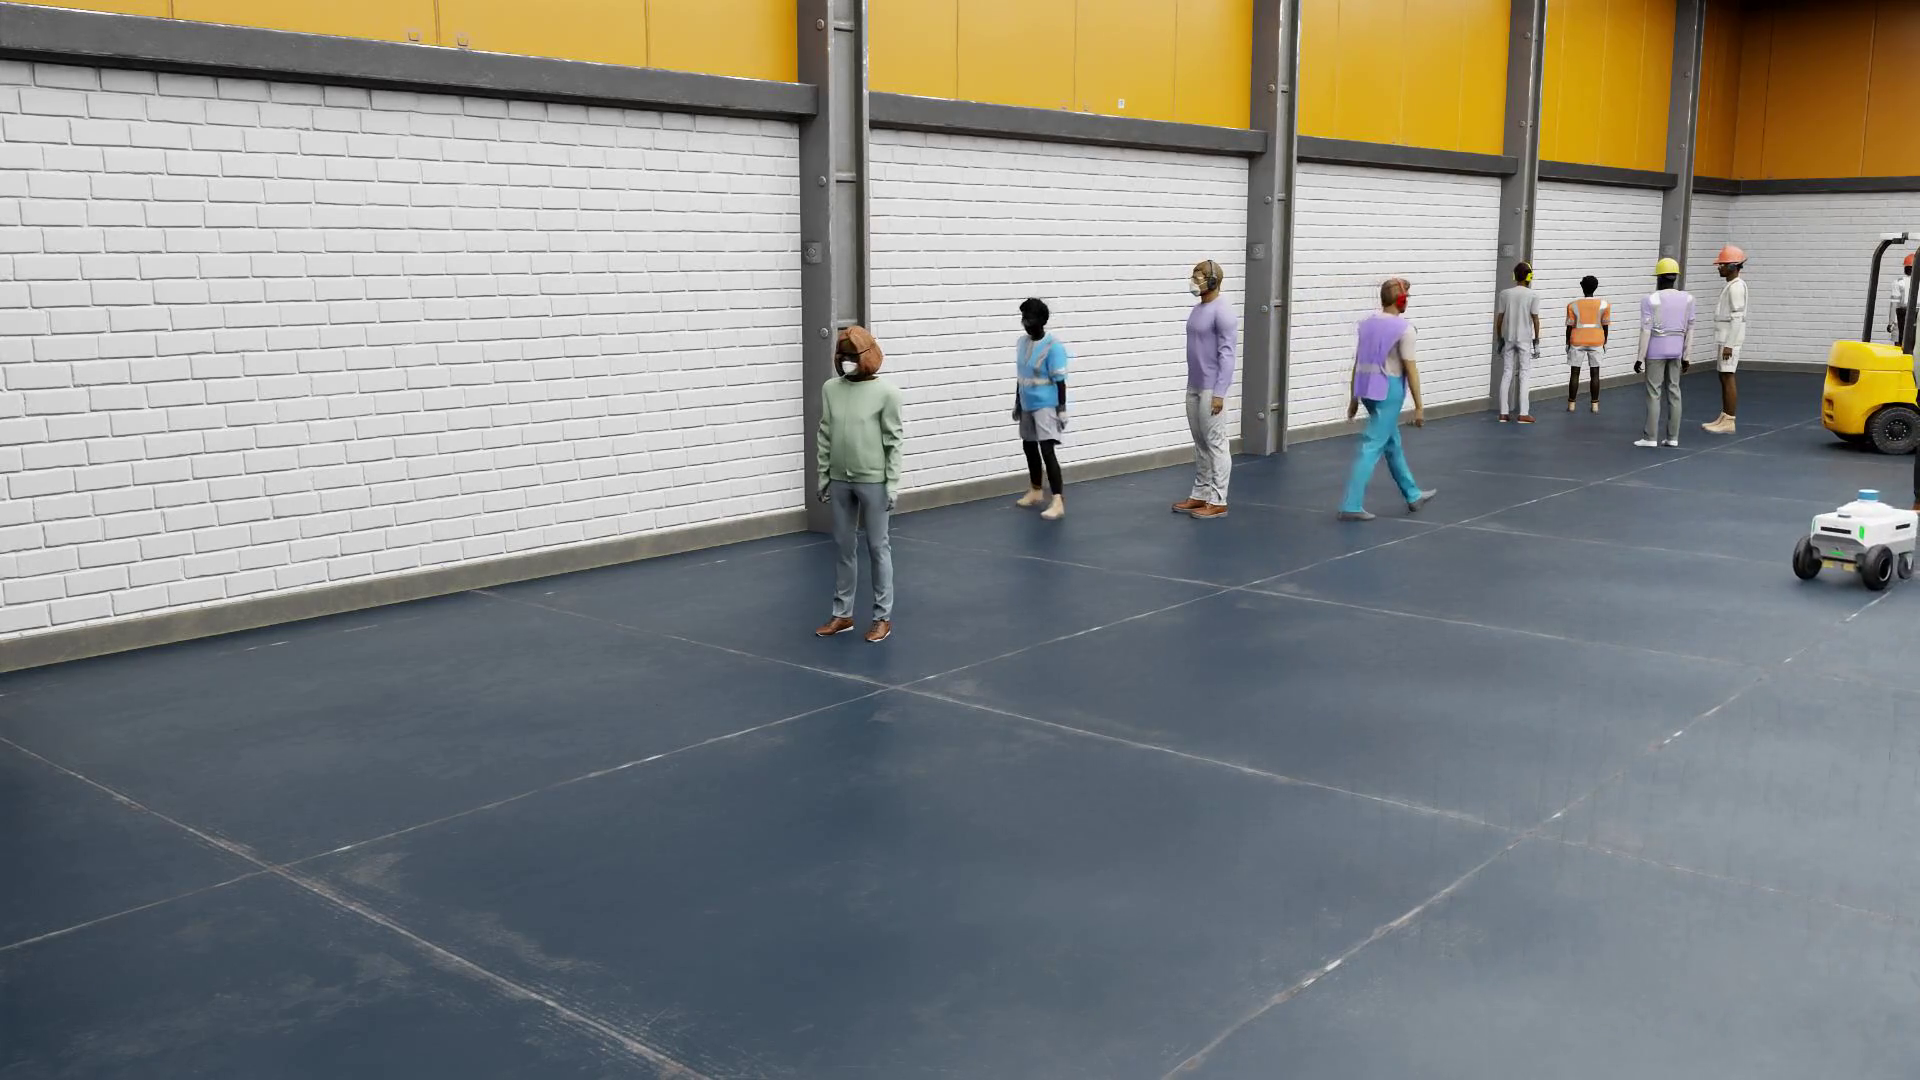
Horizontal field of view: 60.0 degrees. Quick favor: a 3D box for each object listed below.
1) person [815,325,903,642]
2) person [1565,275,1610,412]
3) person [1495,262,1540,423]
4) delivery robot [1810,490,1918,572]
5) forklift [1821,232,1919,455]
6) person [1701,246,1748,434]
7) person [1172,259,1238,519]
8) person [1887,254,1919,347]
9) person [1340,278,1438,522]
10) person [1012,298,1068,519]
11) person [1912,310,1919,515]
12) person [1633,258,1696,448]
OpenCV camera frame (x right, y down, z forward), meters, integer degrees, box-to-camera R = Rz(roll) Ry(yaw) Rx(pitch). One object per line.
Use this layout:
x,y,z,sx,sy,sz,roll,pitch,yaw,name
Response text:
-0.527,-0.291,8.621,0.498,1.633,0.286,5,11,28,person
7.754,-2.421,20.587,0.532,1.694,0.320,3,10,17,person
6.500,-2.296,19.365,0.532,1.868,0.310,9,13,40,person
5.508,-0.063,10.125,0.707,0.478,0.477,-7,12,-35,delivery robot
9.955,-1.972,16.595,2.313,2.155,1.214,1,10,8,forklift
8.392,-2.185,18.239,0.378,2.041,0.616,4,11,19,person
1.864,-1.133,12.543,0.371,1.941,0.627,-3,10,-15,person
14.080,-3.272,24.712,0.551,1.942,0.340,2,10,10,person
3.243,-1.040,12.393,0.971,1.795,0.595,-4,11,-22,person
0.632,-1.011,12.699,0.476,1.654,0.718,-7,12,-33,person
7.478,-1.153,12.500,0.375,1.995,0.611,-6,12,-33,person
7.142,-1.894,16.917,0.595,1.923,0.380,-2,10,-10,person
